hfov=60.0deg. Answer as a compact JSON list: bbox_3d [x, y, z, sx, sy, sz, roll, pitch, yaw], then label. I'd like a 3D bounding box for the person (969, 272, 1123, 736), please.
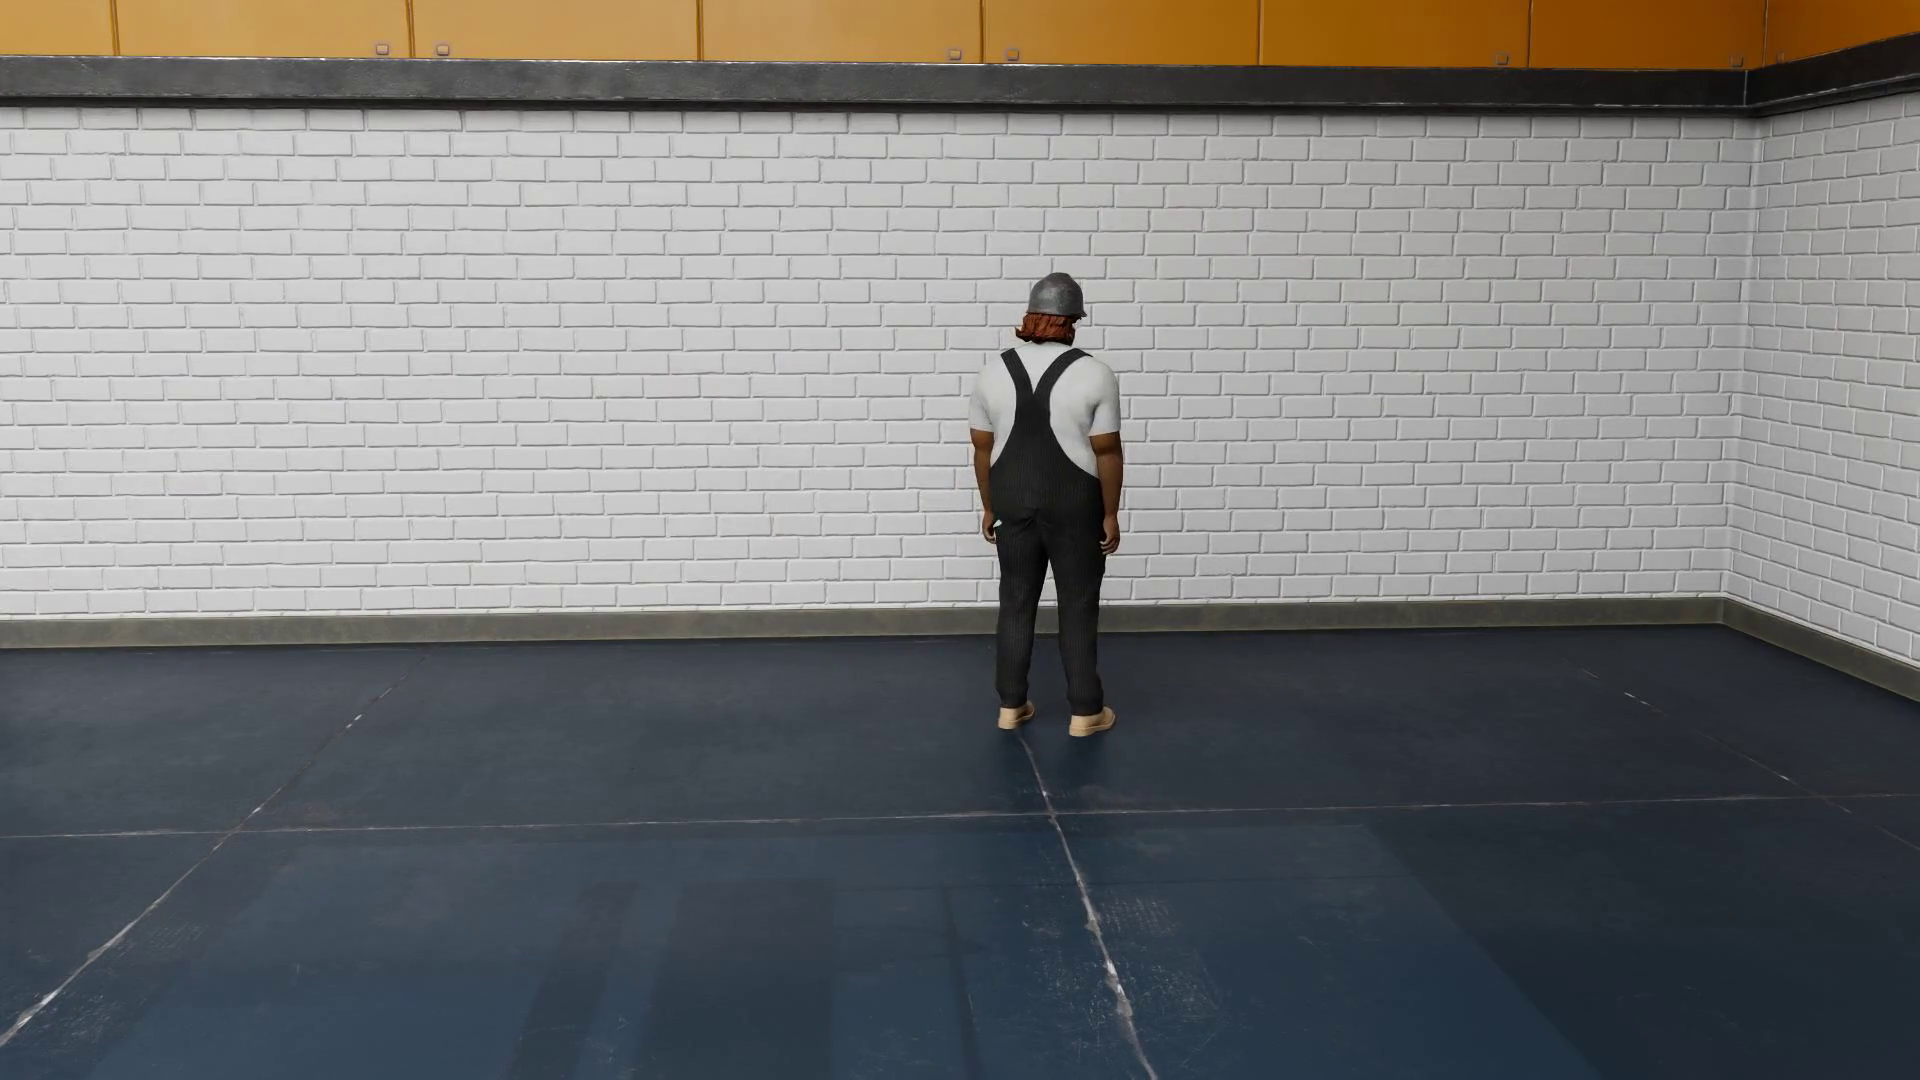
[{"bbox_3d":[0.416,-0.164,7.388,0.688,2.000,0.535,4,10,24],"label":"person"}]
